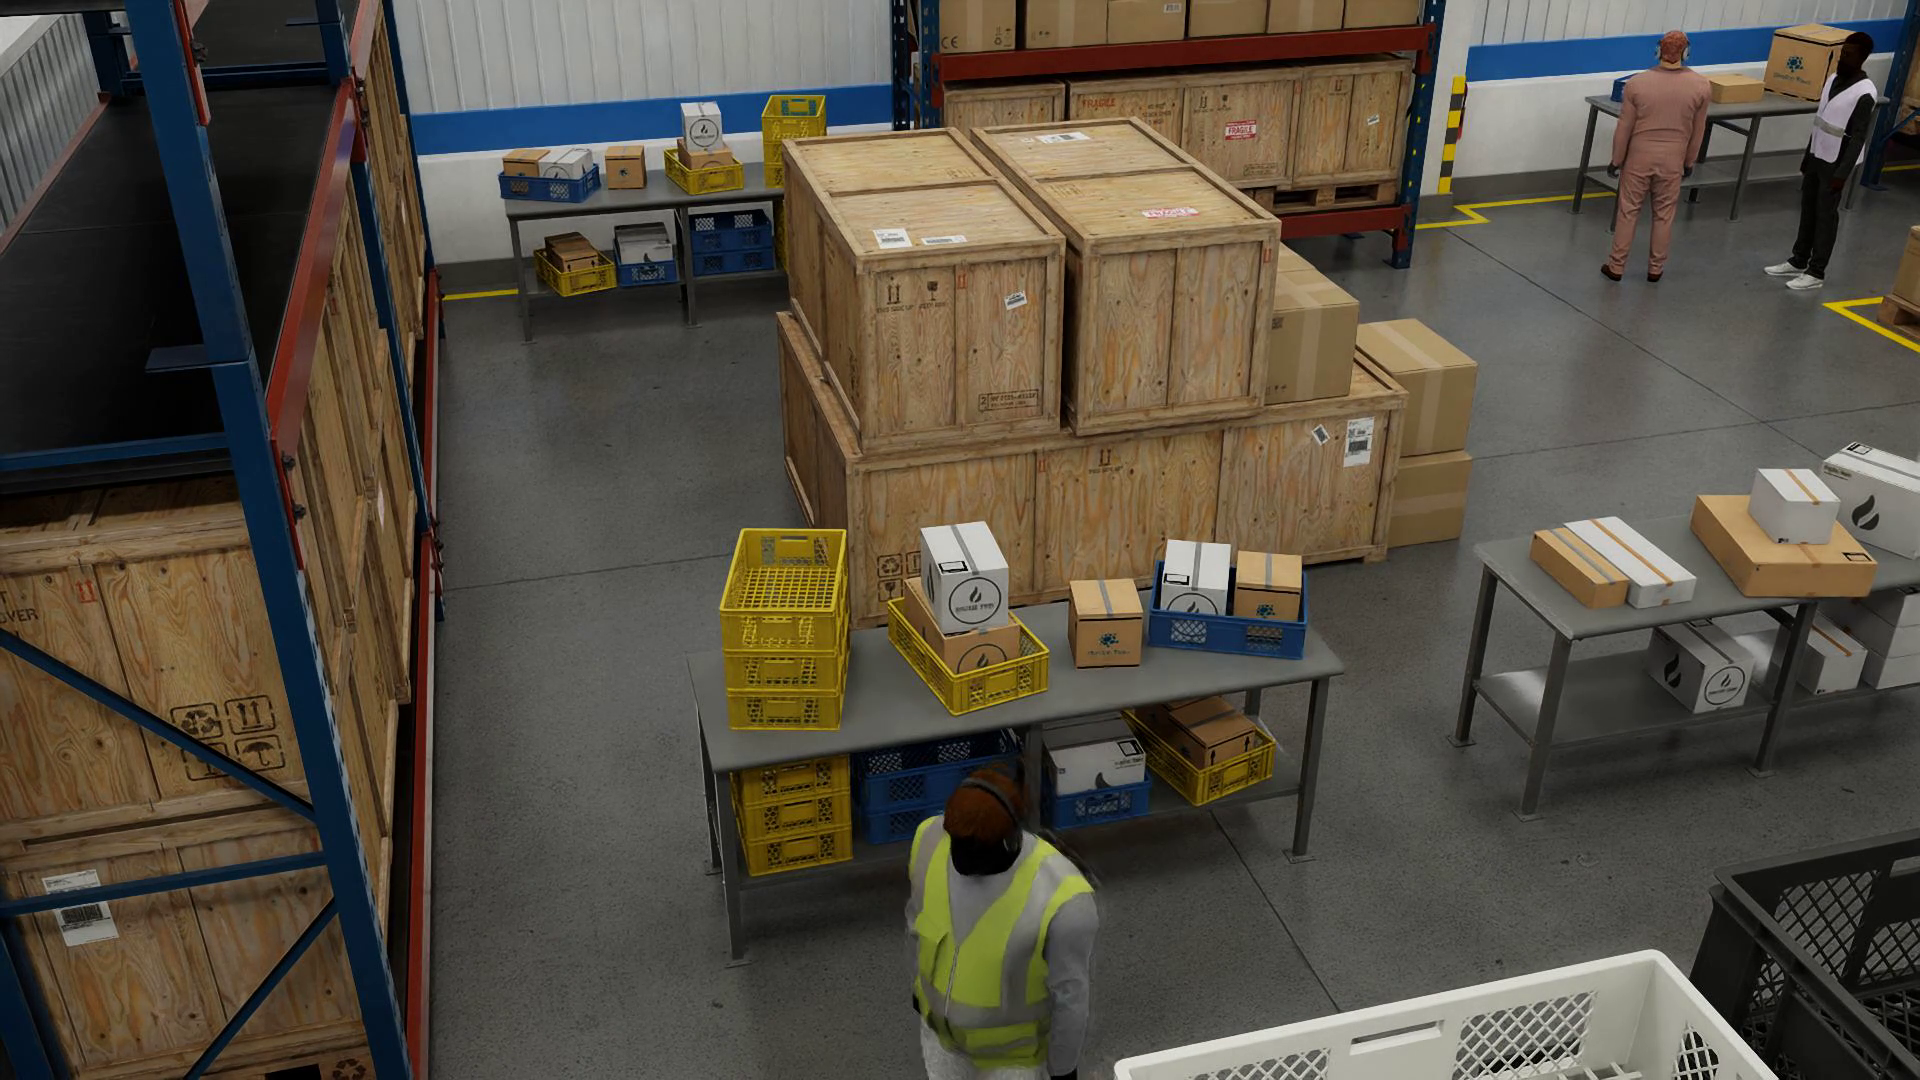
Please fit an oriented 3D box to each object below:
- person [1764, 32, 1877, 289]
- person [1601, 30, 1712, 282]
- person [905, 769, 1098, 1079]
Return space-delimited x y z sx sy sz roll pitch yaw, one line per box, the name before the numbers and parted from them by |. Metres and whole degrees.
person | 6.591 -2.867 12.595 0.392 1.921 0.591 -1 29 -2
person | 5.294 -2.916 12.706 0.638 1.901 0.402 6 29 10
person | 0.110 1.396 4.955 0.645 1.822 0.524 20 35 32
